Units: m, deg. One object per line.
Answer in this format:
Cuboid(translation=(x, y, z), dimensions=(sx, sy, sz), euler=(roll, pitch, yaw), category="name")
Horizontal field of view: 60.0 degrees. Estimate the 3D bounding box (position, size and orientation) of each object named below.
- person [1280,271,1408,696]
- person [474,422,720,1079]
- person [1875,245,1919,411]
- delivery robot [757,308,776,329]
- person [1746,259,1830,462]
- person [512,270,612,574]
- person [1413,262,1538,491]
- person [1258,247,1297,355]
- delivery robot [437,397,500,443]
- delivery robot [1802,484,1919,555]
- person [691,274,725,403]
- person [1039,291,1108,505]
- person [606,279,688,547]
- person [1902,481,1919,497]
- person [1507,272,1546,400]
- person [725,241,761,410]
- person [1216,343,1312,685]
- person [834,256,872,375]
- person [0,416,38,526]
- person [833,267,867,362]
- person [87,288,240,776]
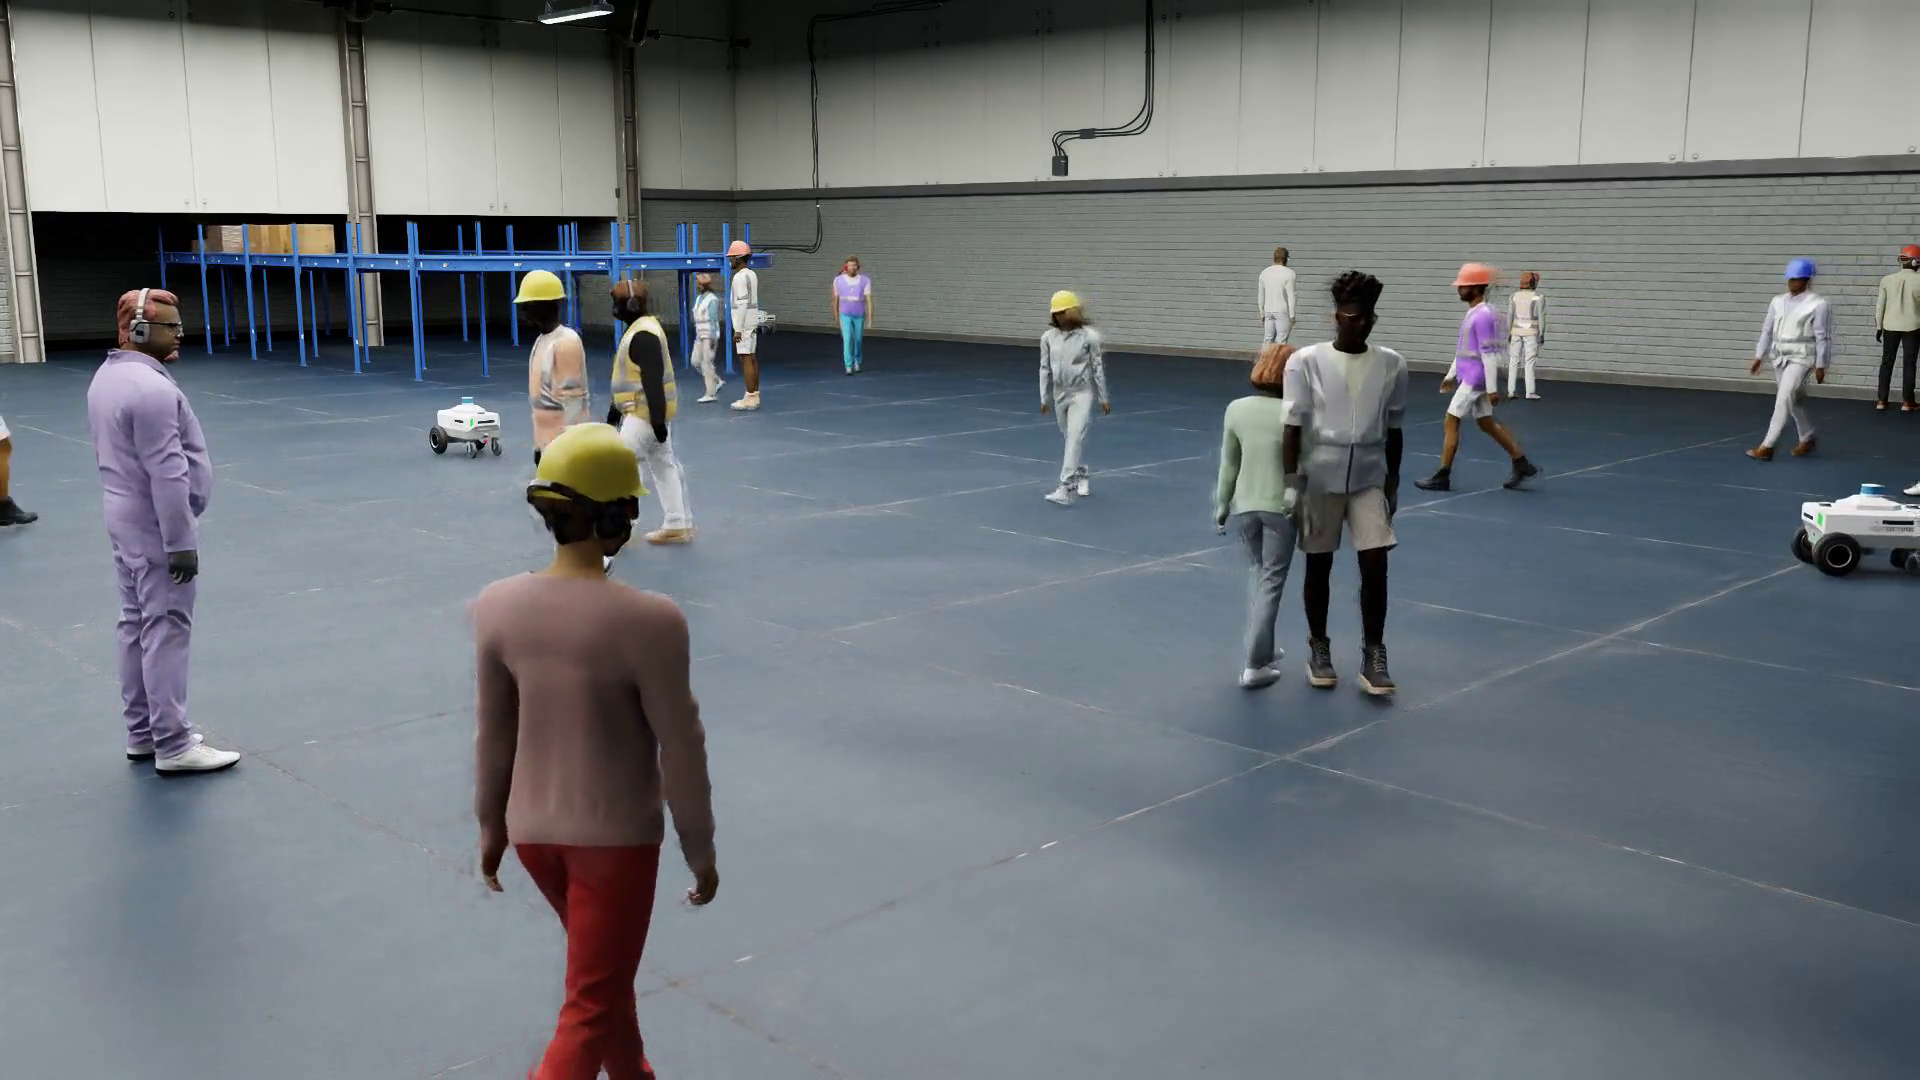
Cuboid(translation=(1.777, -0.247, 7.628), dimensions=(0.626, 1.941, 0.682), euler=(0, 10, -2), category="person")
Cuboid(translation=(-0.805, 0.619, 3.512), dimensions=(0.539, 1.730, 0.887), euler=(5, 11, 24), category="person")
Cuboid(translation=(11.482, -2.582, 20.243), dimensions=(0.395, 1.988, 0.614), euler=(-9, 14, -42), category="person")
Cuboid(translation=(-4.325, -4.798, 36.109), dimensions=(0.477, 0.478, 0.707), euler=(-10, 14, -44), category="delivery robot")
Cuboid(translation=(7.905, -1.712, 15.785), dimensions=(1.023, 1.899, 0.608), euler=(-4, 11, -19), category="person")
Cuboid(translation=(-2.324, -0.578, 9.515), dimensions=(0.410, 1.913, 0.618), euler=(-5, 12, -26), category="person")
Cuboid(translation=(4.346, -1.349, 13.798), dimensions=(0.967, 1.904, 0.540), euler=(3, 11, 15), category="person")
Cuboid(translation=(4.626, -3.286, 24.222), dimensions=(0.366, 1.938, 0.630), euler=(-9, 14, -42), category="person")
Cuboid(translation=(-4.791, -1.150, 16.215), dimensions=(0.477, 0.478, 0.707), euler=(-10, 14, -44), category="delivery robot")
Cuboid(translation=(5.758, -0.112, 10.555), dimensions=(0.707, 0.478, 0.477), euler=(2, 11, 9), category="delivery robot")
Cuboid(translation=(-3.220, -2.569, 21.172), dimensions=(0.389, 1.624, 0.527), euler=(-7, 13, -34), category="person")
Cuboid(translation=(0.910, -1.145, 13.252), dimensions=(0.537, 1.678, 0.930), euler=(5, 12, 26), category="person")
Cuboid(translation=(-2.242, -0.849, 11.297), dimensions=(0.804, 1.811, 0.654), euler=(-2, 10, -8), category="person")
Cuboid(translation=(8.140, -1.281, 13.465), dimensions=(0.716, 1.881, 0.652), euler=(-2, 11, -13), category="person")
Cuboid(translation=(7.309, -2.634, 21.496), dimensions=(0.314, 1.636, 0.517), euler=(-9, 14, -42), category="person")
Cuboid(translation=(-2.659, -2.618, 20.298), dimensions=(0.394, 2.042, 0.611), euler=(1, 10, 8), category="person")
Cuboid(translation=(1.534, -0.136, 7.947), dimensions=(0.524, 1.606, 0.660), euler=(9, 14, 42), category="person")
Cuboid(translation=(-1.649, -3.465, 25.562), dimensions=(0.580, 1.806, 0.902), euler=(-1, 10, -5), category="person")
Cuboid(translation=(-7.050, -1.024, 11.955), dimensions=(0.584, 1.909, 0.759), euler=(6, 12, 29), category="person")
Cuboid(translation=(-1.854, -3.773, 27.842), dimensions=(0.529, 1.580, 0.895), euler=(-3, 11, -16), category="person")
Cuboid(translation=(-3.164, -0.036, 6.601), dimensions=(0.400, 1.903, 0.644), euler=(-9, 14, -42), category="person")
